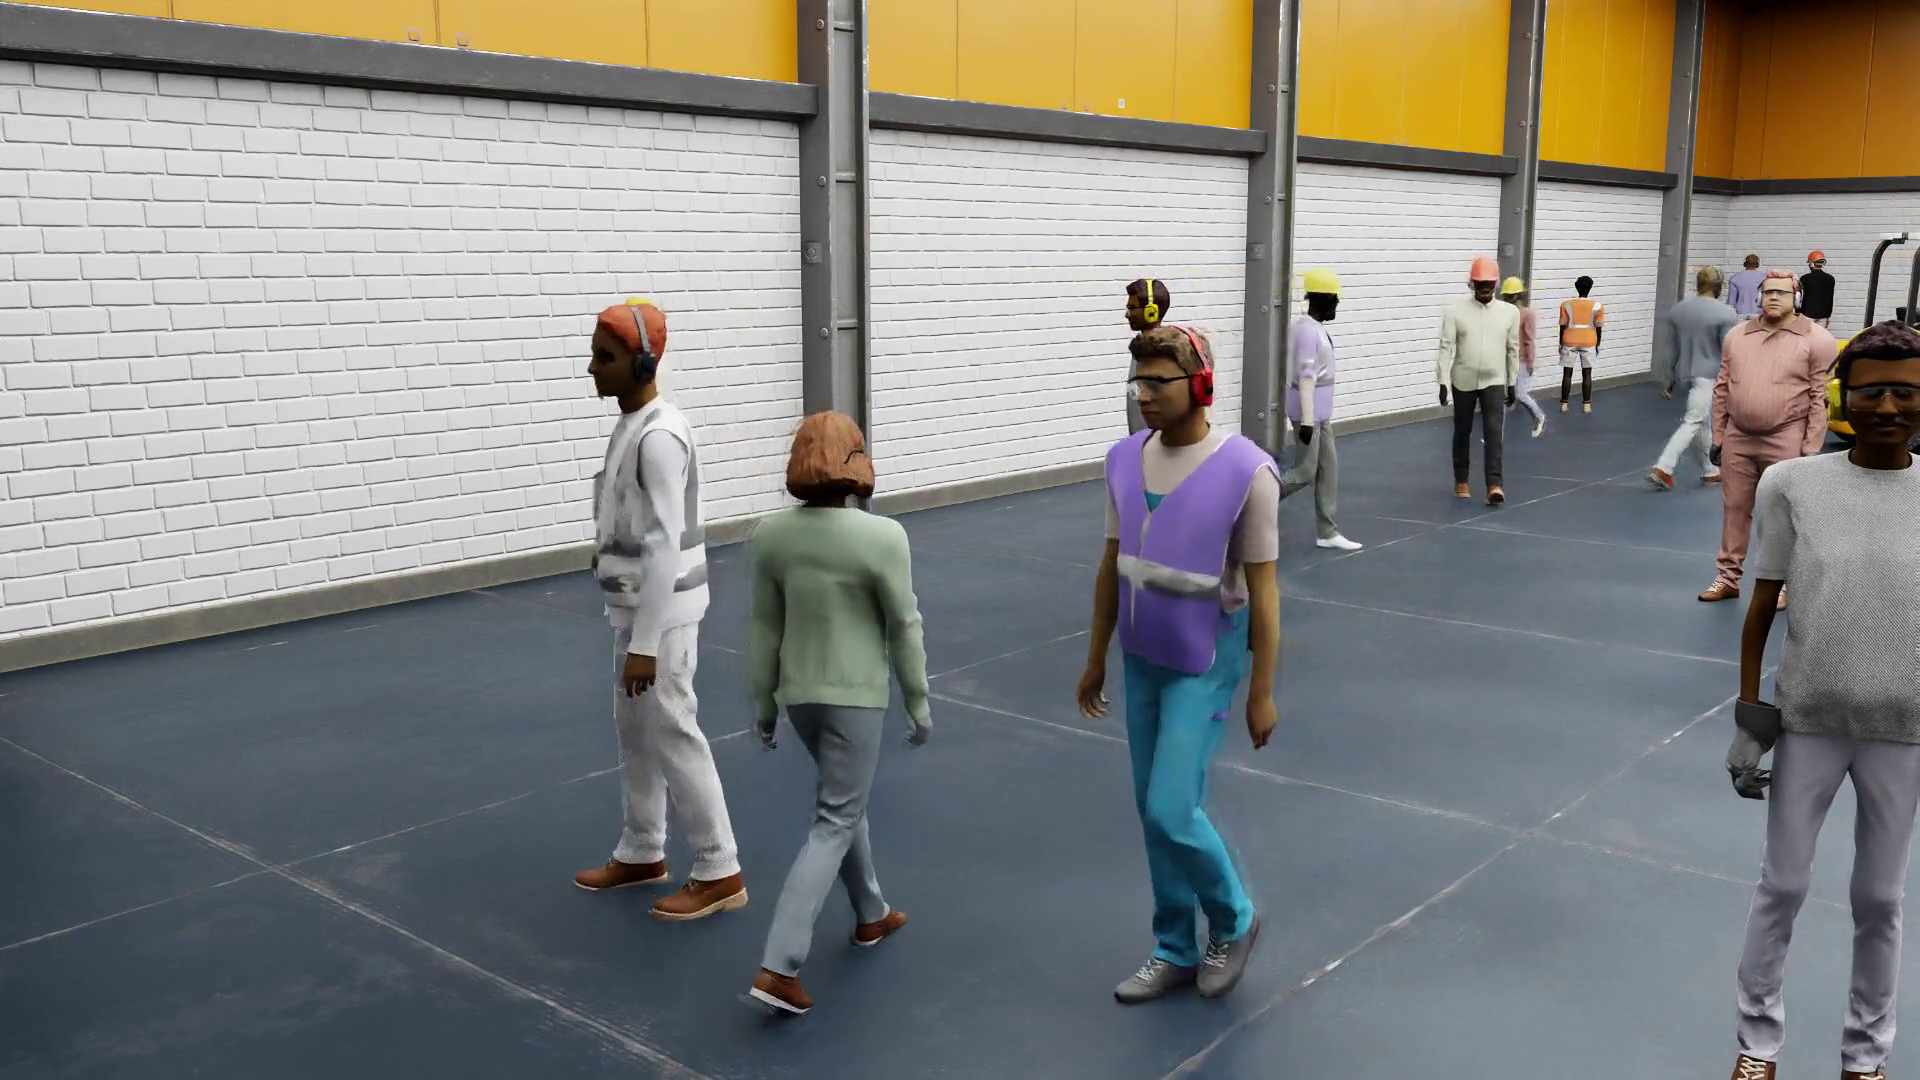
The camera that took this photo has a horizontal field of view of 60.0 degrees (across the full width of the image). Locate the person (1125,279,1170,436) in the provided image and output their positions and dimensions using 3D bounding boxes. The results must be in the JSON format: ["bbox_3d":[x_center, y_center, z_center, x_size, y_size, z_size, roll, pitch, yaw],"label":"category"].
[{"bbox_3d":[1.022,-0.460,8.927,0.329,1.865,0.513,-4,11,-22],"label":"person"}]

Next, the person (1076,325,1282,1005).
[{"bbox_3d":[0.577,0.345,4.432,0.454,1.823,0.572,-7,12,-35],"label":"person"}]

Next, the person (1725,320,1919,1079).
[{"bbox_3d":[2.032,0.440,3.786,0.513,1.872,0.328,3,11,19],"label":"person"}]

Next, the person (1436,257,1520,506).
[{"bbox_3d":[4.117,-1.253,13.212,0.657,1.939,1.002,2,10,10],"label":"person"}]

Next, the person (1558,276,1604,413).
[{"bbox_3d":[7.638,-2.403,20.491,0.530,1.688,0.321,3,11,19],"label":"person"}]

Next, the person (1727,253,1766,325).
[{"bbox_3d":[12.498,-3.566,26.394,0.635,1.938,0.361,3,10,17],"label":"person"}]

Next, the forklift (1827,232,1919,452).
[{"bbox_3d":[9.955,-1.972,16.595,2.313,2.155,1.214,1,10,8],"label":"forklift"}]

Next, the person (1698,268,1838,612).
[{"bbox_3d":[4.534,-0.562,9.377,0.407,1.913,0.641,-9,13,-42],"label":"person"}]

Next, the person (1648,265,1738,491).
[{"bbox_3d":[6.181,-1.353,13.944,1.012,1.898,0.647,-5,11,-24],"label":"person"}]

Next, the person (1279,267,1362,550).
[{"bbox_3d":[2.305,-0.876,11.184,0.773,1.902,0.594,4,11,20],"label":"person"}]

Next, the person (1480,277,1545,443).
[{"bbox_3d":[5.821,-1.879,17.384,0.750,1.736,0.525,-6,12,-33],"label":"person"}]

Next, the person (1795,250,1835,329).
[{"bbox_3d":[13.161,-3.462,25.675,0.617,1.990,0.402,-2,10,-12],"label":"person"}]

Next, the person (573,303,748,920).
[{"bbox_3d":[-0.934,0.226,5.076,0.494,1.878,0.621,-4,11,-20],"label":"person"}]

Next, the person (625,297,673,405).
[{"bbox_3d":[-1.719,-0.458,9.219,0.340,1.761,0.524,-3,10,-14],"label":"person"}]

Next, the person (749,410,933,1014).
[{"bbox_3d":[-0.374,0.447,4.543,0.505,1.598,0.824,7,12,33],"label":"person"}]
